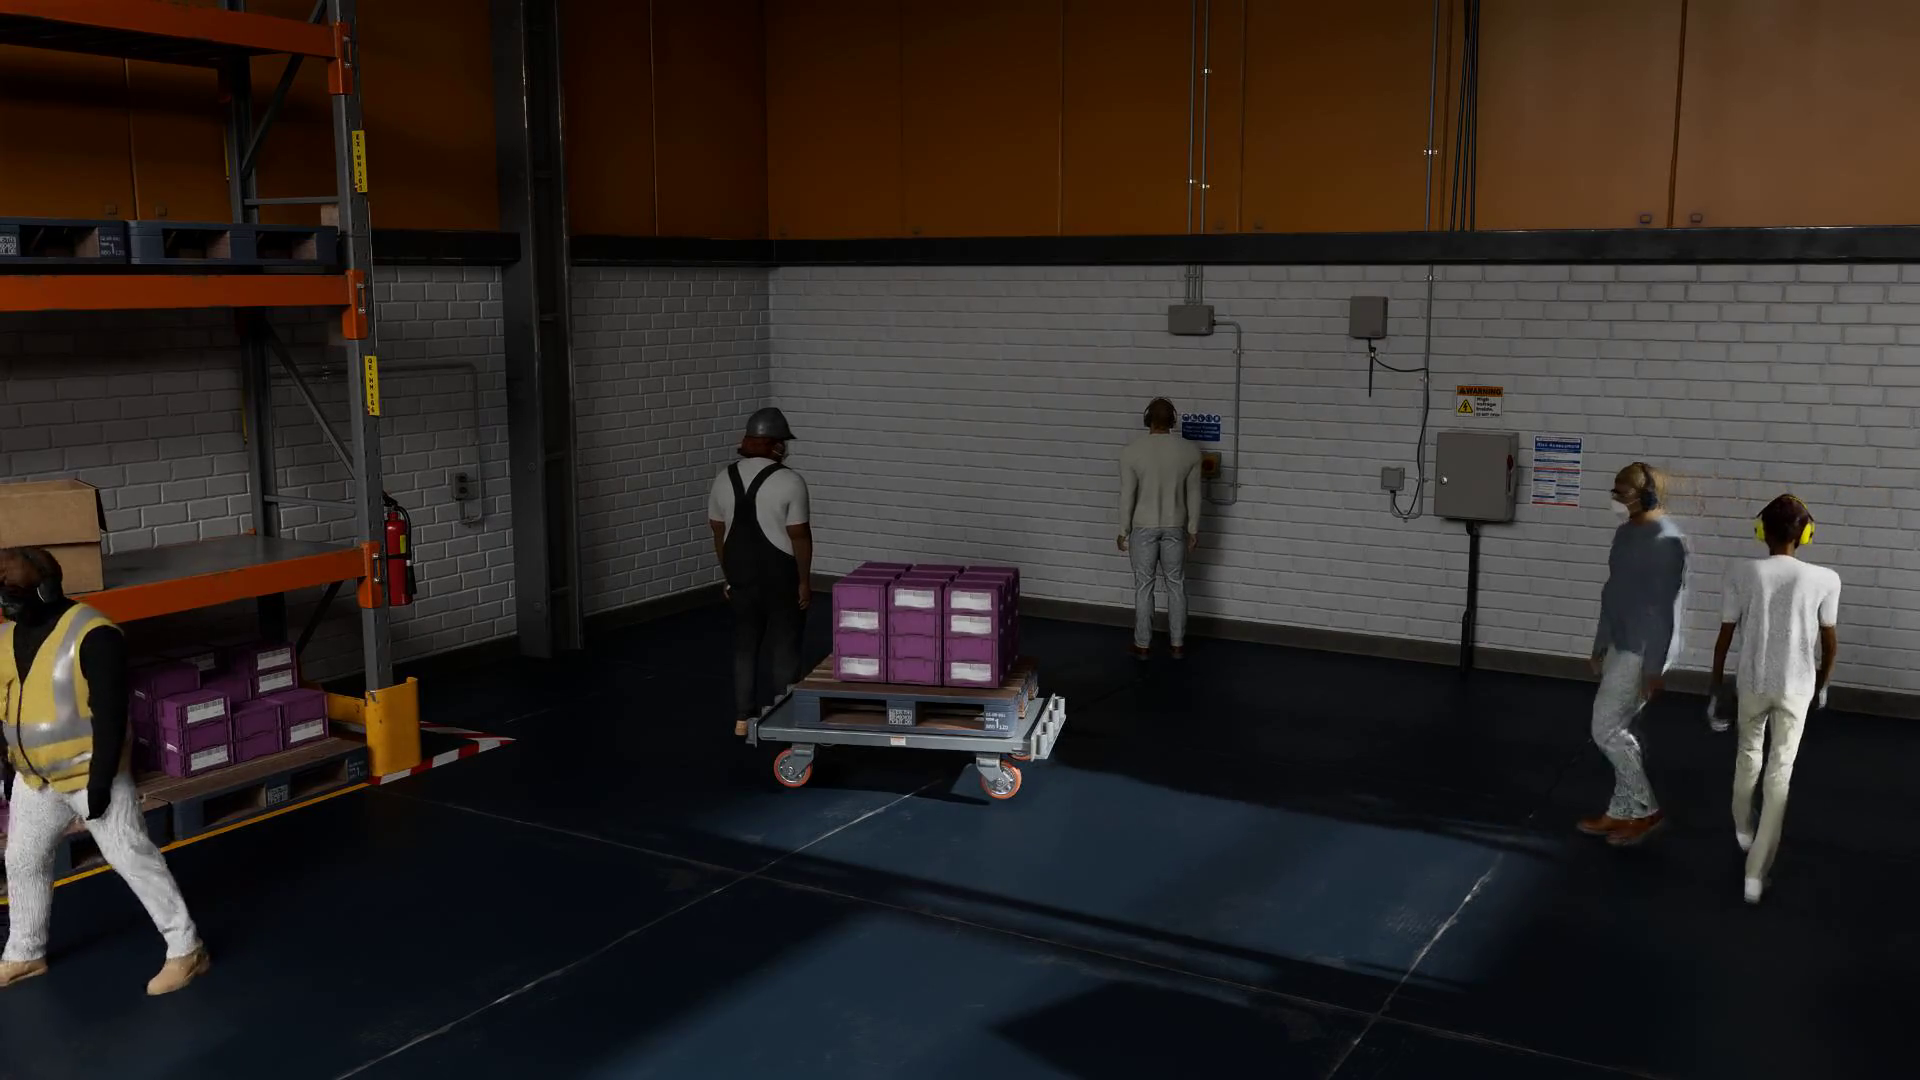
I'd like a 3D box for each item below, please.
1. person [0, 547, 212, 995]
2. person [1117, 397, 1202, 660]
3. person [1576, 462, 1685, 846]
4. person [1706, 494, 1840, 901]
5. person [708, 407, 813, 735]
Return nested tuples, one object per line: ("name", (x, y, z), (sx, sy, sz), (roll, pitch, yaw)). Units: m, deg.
("person", (-3.512, 0.911, 6.556), (0.788, 1.795, 0.530), (3, 10, 20))
("person", (1.461, -0.080, 12.236), (0.636, 1.938, 0.355), (-1, 9, -9))
("person", (3.327, 0.567, 8.242), (0.420, 1.926, 0.669), (1, 9, 8))
("person", (3.798, 0.694, 7.772), (0.493, 1.815, 0.959), (6, 11, 32))
("person", (-1.159, 0.198, 10.185), (0.681, 2.000, 0.536), (5, 10, 29))
